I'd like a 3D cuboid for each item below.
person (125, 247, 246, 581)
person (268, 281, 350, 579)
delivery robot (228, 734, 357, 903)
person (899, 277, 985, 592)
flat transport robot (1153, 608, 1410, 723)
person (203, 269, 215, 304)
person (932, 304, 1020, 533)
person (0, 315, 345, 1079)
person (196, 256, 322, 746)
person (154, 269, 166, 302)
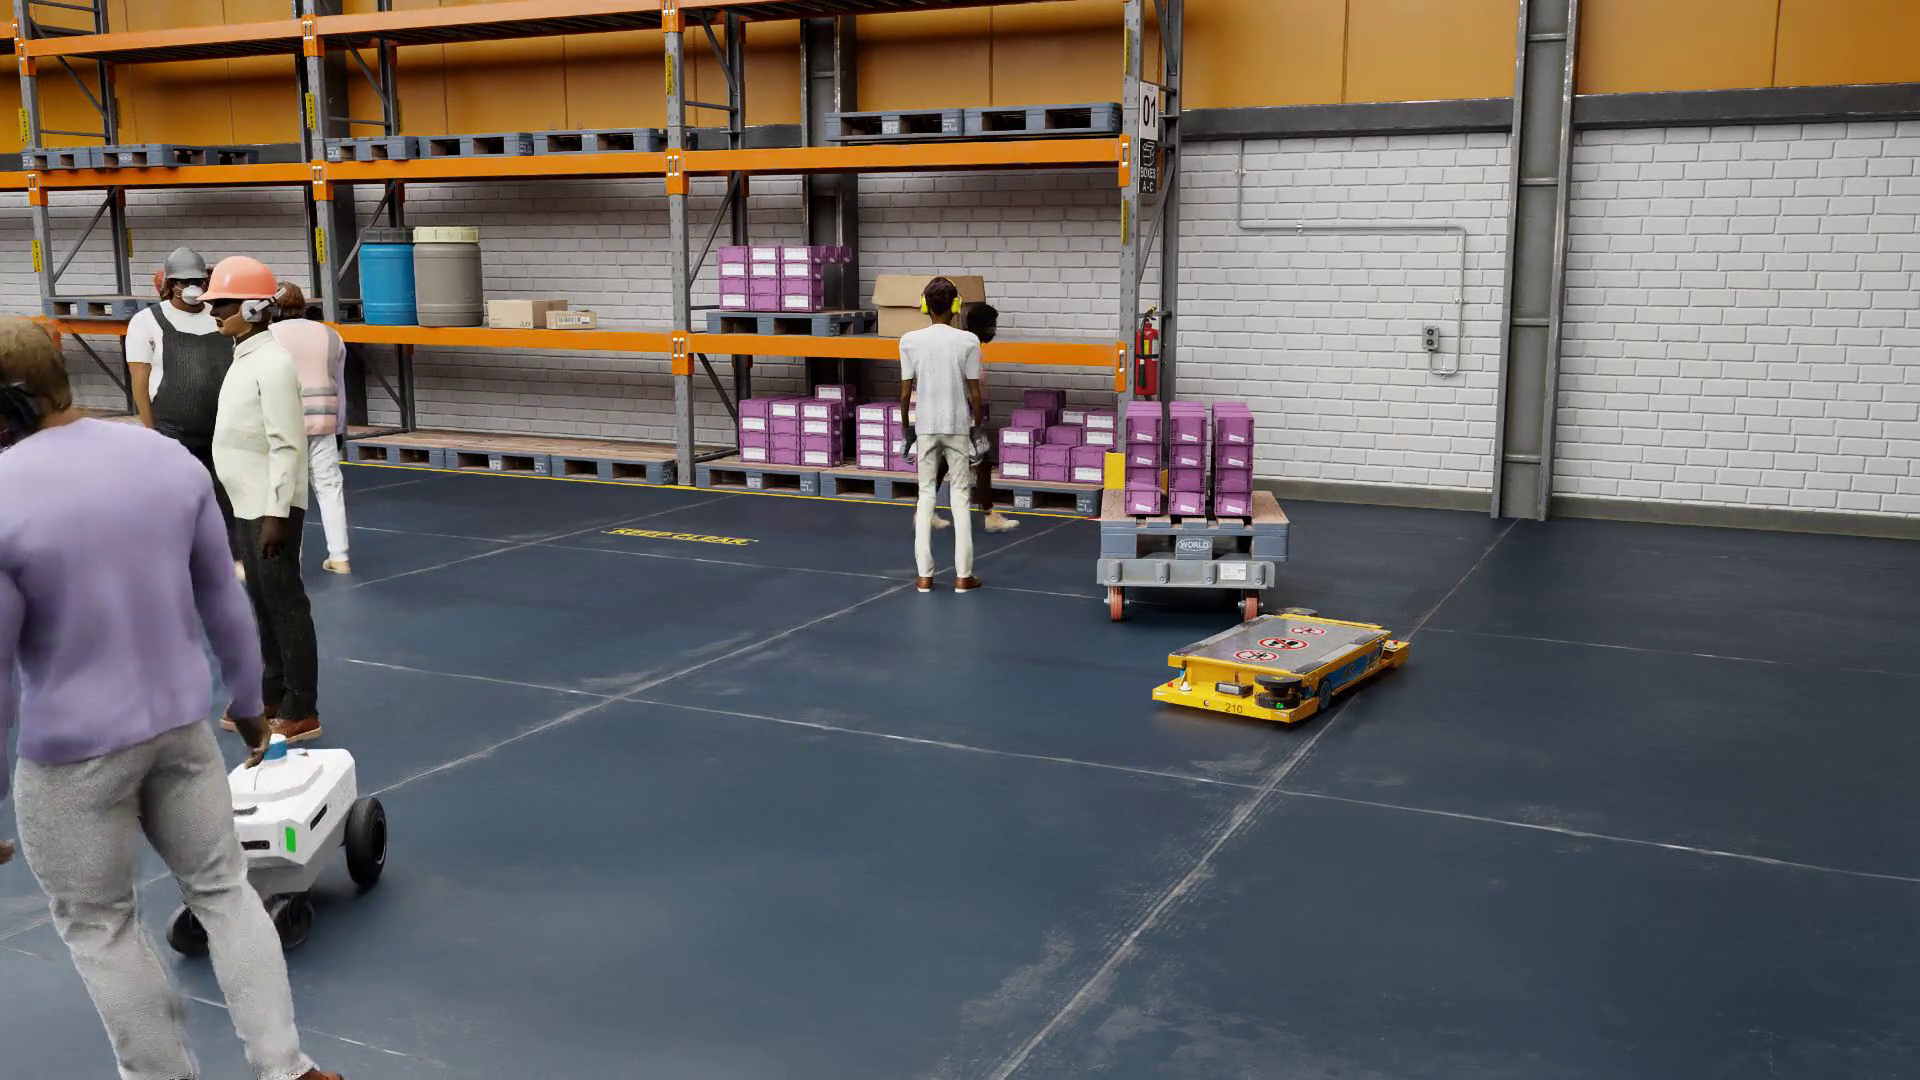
[{"bbox_3d":[-4.576,-0.733,10.010,0.536,2.000,0.676,9,14,43],"label":"person"},{"bbox_3d":[-4.093,-0.670,10.270,0.431,1.835,0.634,9,14,43],"label":"person"},{"bbox_3d":[-2.077,0.832,5.031,0.477,0.478,0.707,-1,10,-6],"label":"delivery robot"},{"bbox_3d":[-0.107,-0.614,9.836,0.518,1.865,0.328,1,10,8],"label":"person"},{"bbox_3d":[1.519,0.554,7.701,0.652,0.197,1.431,7,12,34],"label":"flat transport robot"},{"bbox_3d":[-5.831,-1.180,13.063,0.975,1.863,0.647,-2,10,-11],"label":"person"},{"bbox_3d":[0.077,-0.850,11.823,0.852,1.626,0.548,1,10,4],"label":"person"},{"bbox_3d":[-1.773,0.459,3.621,0.638,1.895,0.701,5,11,28],"label":"person"},{"bbox_3d":[-2.865,-0.154,6.825,0.376,1.995,0.609,-7,12,-36],"label":"person"},{"bbox_3d":[-5.593,-0.981,11.877,0.337,1.882,0.585,-1,10,-8],"label":"person"}]
